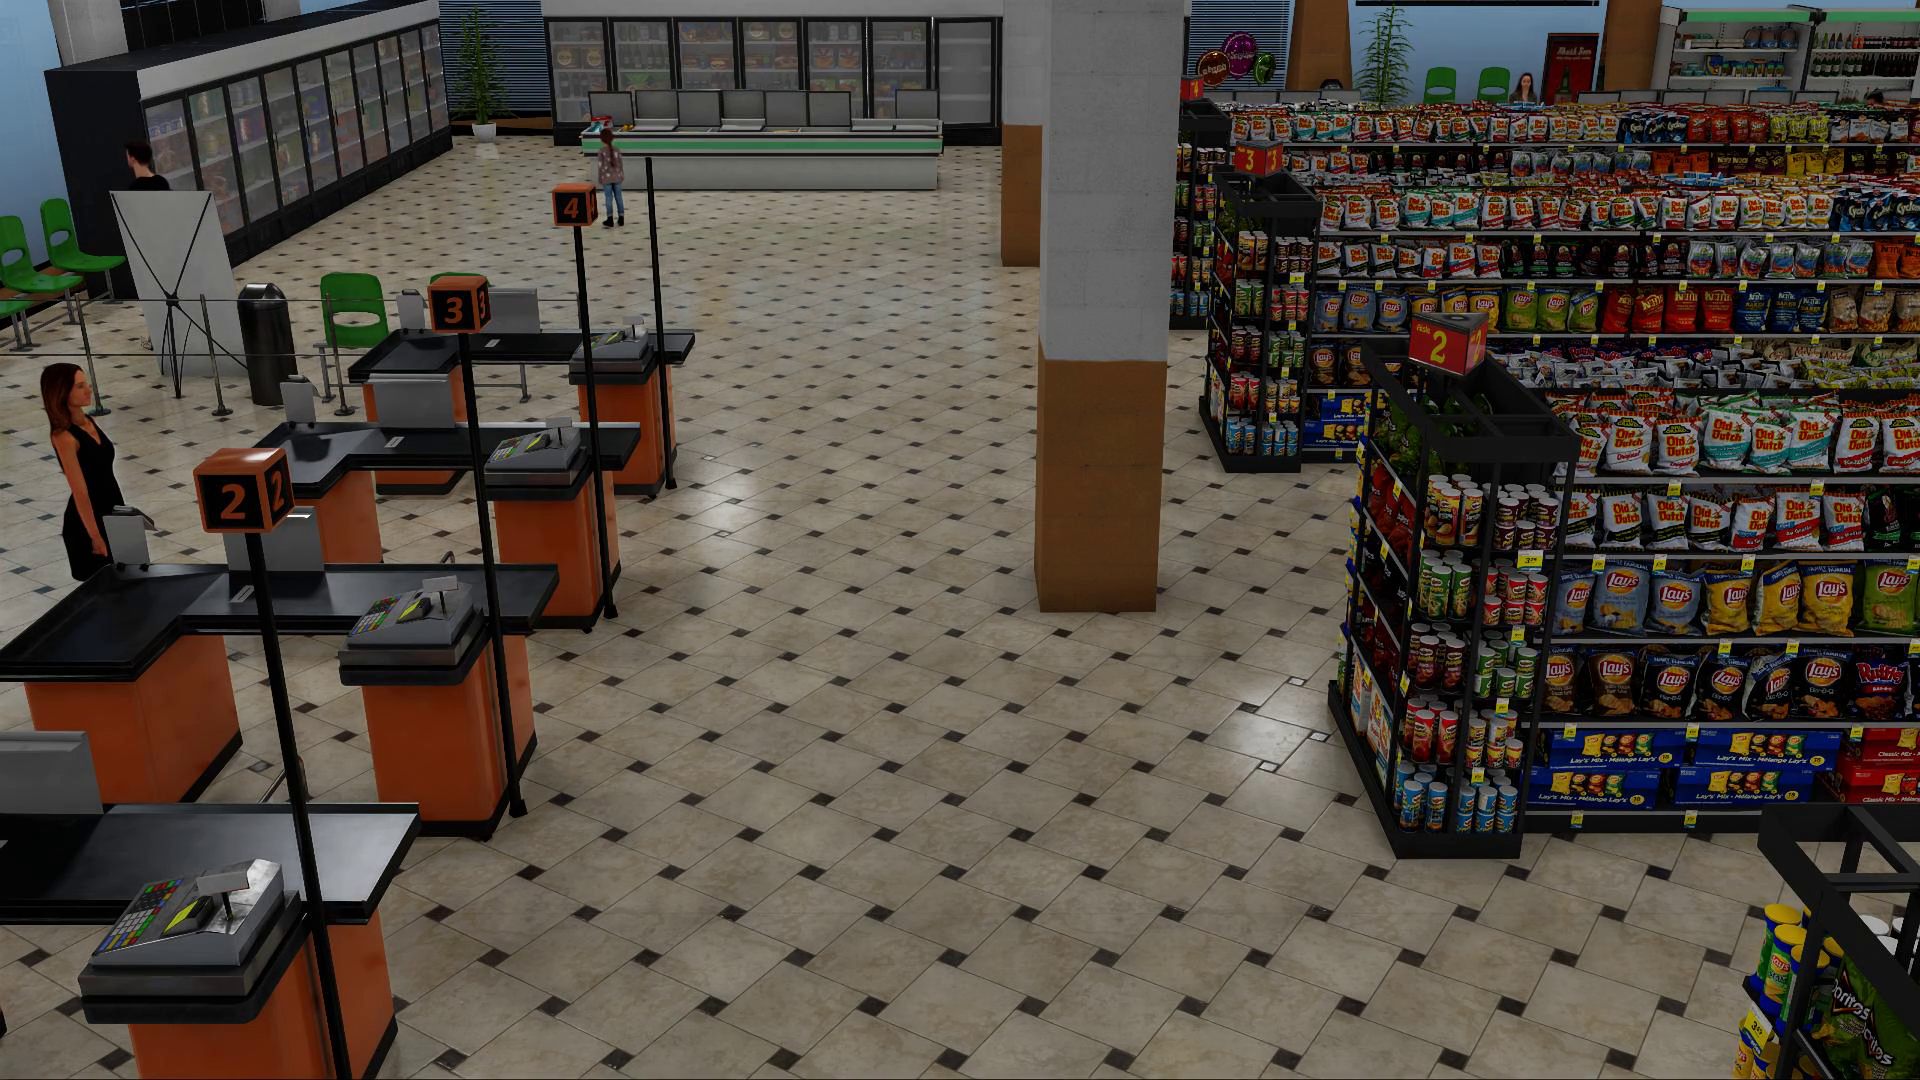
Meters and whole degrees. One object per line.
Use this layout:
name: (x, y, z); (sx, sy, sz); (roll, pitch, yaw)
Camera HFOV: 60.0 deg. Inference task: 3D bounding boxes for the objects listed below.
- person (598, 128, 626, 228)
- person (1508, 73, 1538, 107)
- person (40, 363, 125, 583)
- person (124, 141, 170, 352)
person: (-4.331, -4.502, 20.643); (0.521, 1.194, 0.617); (-12, 25, -28)
person: (7.999, -5.909, 23.767); (0.478, 1.476, 0.656); (2, 22, 6)
person: (-4.486, -0.031, 8.656); (0.580, 1.835, 0.617); (-4, 22, -10)
person: (-7.305, -2.671, 15.145); (0.602, 1.895, 0.714); (3, 22, 8)
